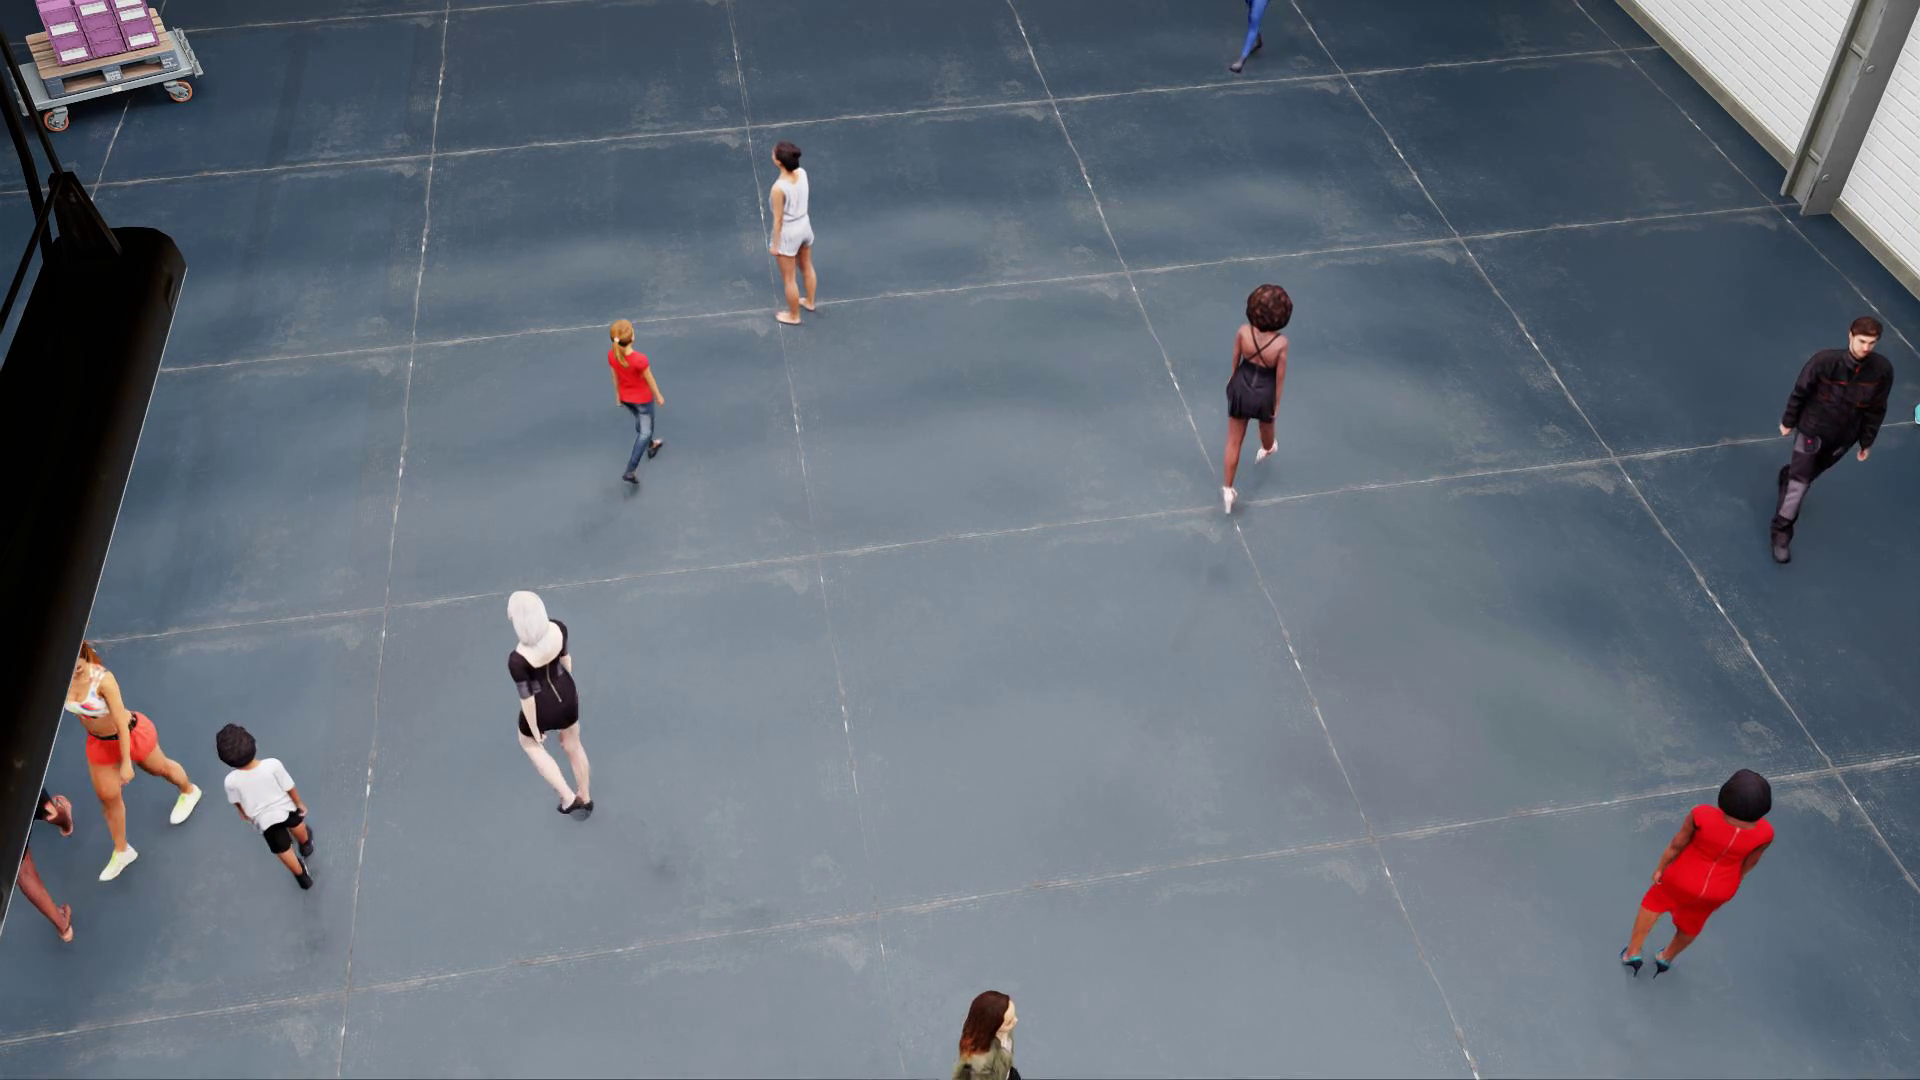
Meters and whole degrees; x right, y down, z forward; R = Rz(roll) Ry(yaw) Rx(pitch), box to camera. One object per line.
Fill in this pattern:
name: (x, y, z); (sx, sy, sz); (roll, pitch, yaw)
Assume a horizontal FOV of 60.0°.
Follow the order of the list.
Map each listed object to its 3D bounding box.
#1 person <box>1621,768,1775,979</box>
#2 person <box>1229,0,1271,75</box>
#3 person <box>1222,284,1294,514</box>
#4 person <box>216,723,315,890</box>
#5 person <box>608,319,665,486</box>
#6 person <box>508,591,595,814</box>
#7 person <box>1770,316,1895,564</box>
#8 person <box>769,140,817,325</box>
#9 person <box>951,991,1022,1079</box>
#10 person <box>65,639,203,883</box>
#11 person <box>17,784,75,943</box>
person: (3.852, 1.816, 8.647); (0.704, 1.741, 0.740); (16, 46, 16)
person: (2.959, -5.468, 16.366); (1.098, 1.640, 1.167); (25, 49, 24)
person: (1.998, -0.925, 11.517); (0.951, 1.751, 1.111); (17, 46, 17)
person: (-3.845, 1.538, 9.300); (0.617, 1.242, 0.730); (-22, 48, -21)
person: (-2.338, -0.978, 11.905); (0.769, 1.292, 0.909); (17, 46, 17)
person: (-2.258, 0.985, 9.461); (0.762, 1.821, 0.708); (29, 51, 27)
person: (5.900, -0.793, 11.342); (0.955, 1.801, 1.242); (5, 44, 6)
person: (-1.332, -2.452, 13.220); (0.721, 1.612, 0.654); (23, 48, 22)
person: (0.056, 2.600, 8.031); (0.877, 1.455, 0.862); (16, 46, 16)
person: (-4.706, 1.061, 9.433); (0.836, 1.750, 1.076); (9, 44, 9)
person: (-5.156, 1.533, 9.002); (0.922, 1.661, 1.278); (-22, 48, -21)
